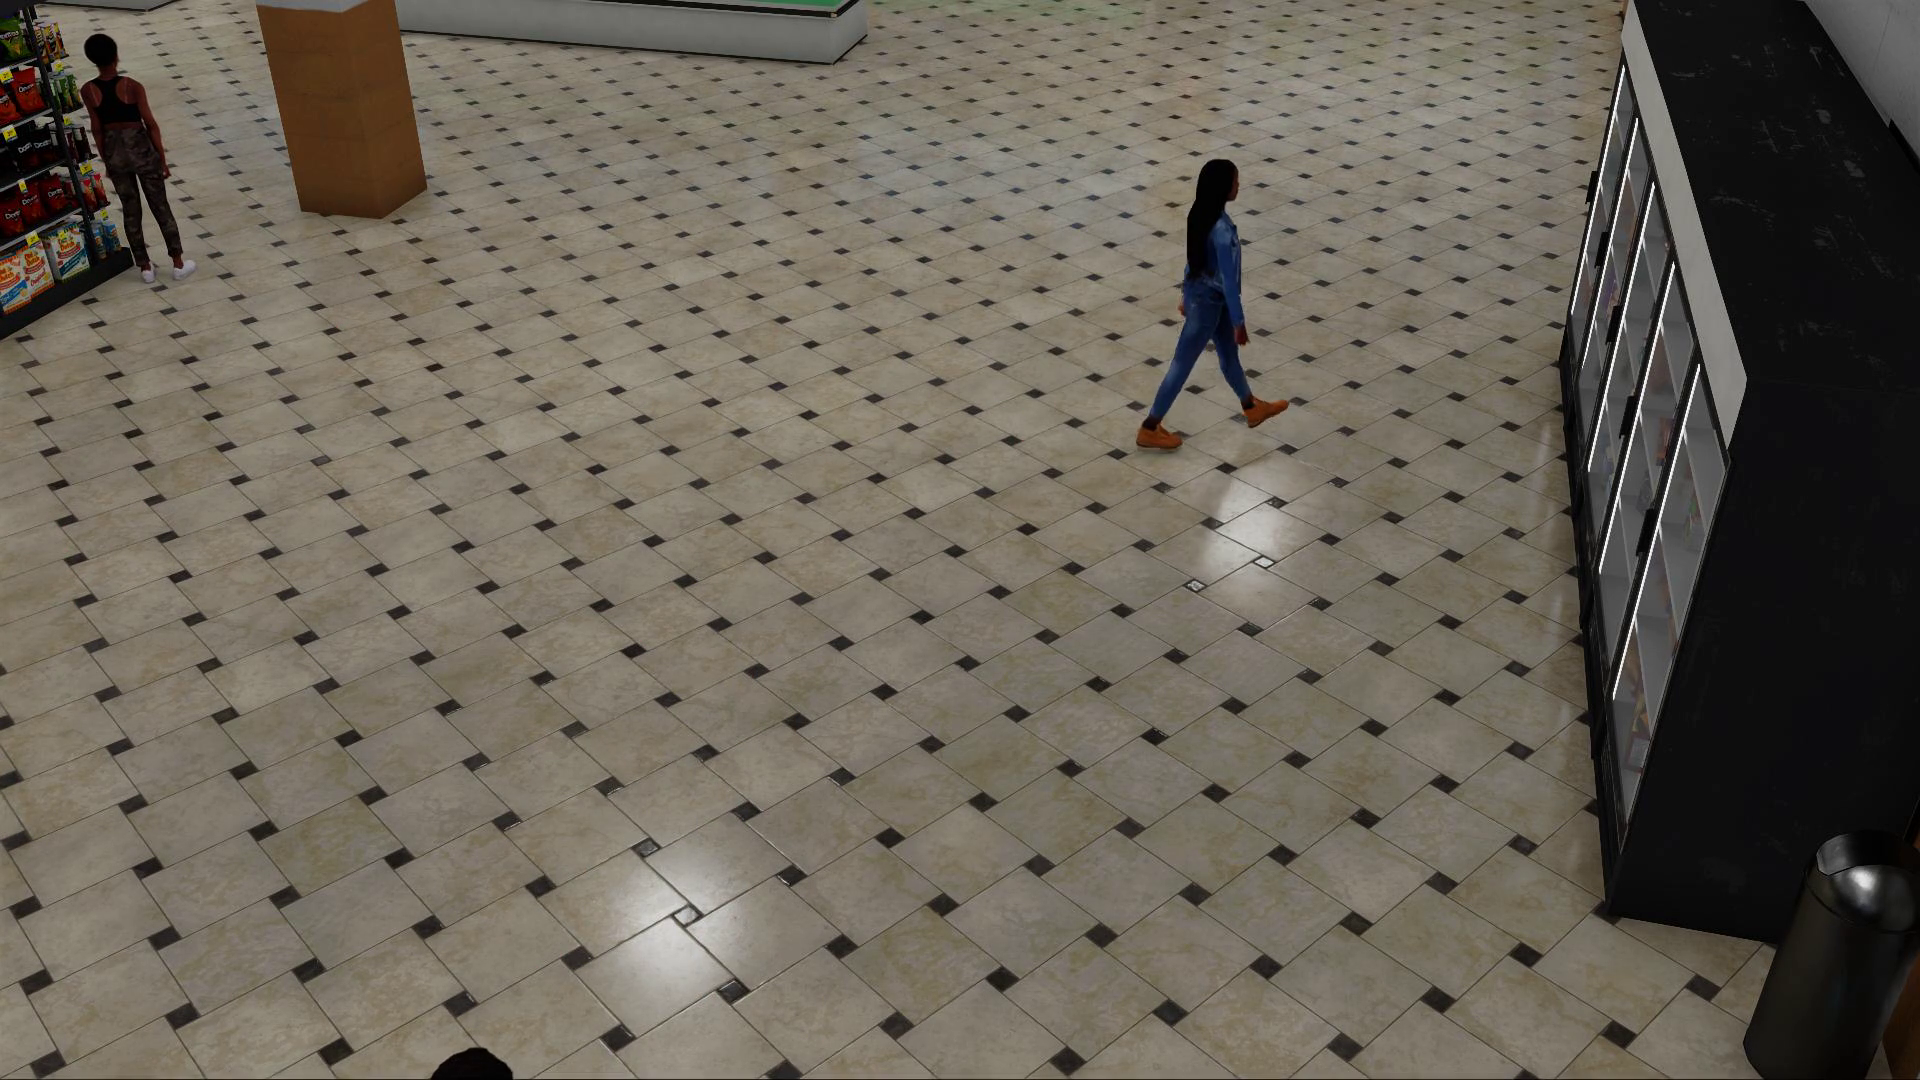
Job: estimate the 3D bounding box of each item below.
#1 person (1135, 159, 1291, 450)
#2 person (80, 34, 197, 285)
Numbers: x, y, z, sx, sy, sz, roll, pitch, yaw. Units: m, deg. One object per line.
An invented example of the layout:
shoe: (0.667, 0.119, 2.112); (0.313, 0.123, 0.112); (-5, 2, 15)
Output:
person: (1.260, -1.248, 9.183); (1.238, 1.672, 0.927); (-4, 32, -7)
person: (-5.623, -2.580, 11.294); (0.612, 1.703, 0.717); (-7, 32, -10)
